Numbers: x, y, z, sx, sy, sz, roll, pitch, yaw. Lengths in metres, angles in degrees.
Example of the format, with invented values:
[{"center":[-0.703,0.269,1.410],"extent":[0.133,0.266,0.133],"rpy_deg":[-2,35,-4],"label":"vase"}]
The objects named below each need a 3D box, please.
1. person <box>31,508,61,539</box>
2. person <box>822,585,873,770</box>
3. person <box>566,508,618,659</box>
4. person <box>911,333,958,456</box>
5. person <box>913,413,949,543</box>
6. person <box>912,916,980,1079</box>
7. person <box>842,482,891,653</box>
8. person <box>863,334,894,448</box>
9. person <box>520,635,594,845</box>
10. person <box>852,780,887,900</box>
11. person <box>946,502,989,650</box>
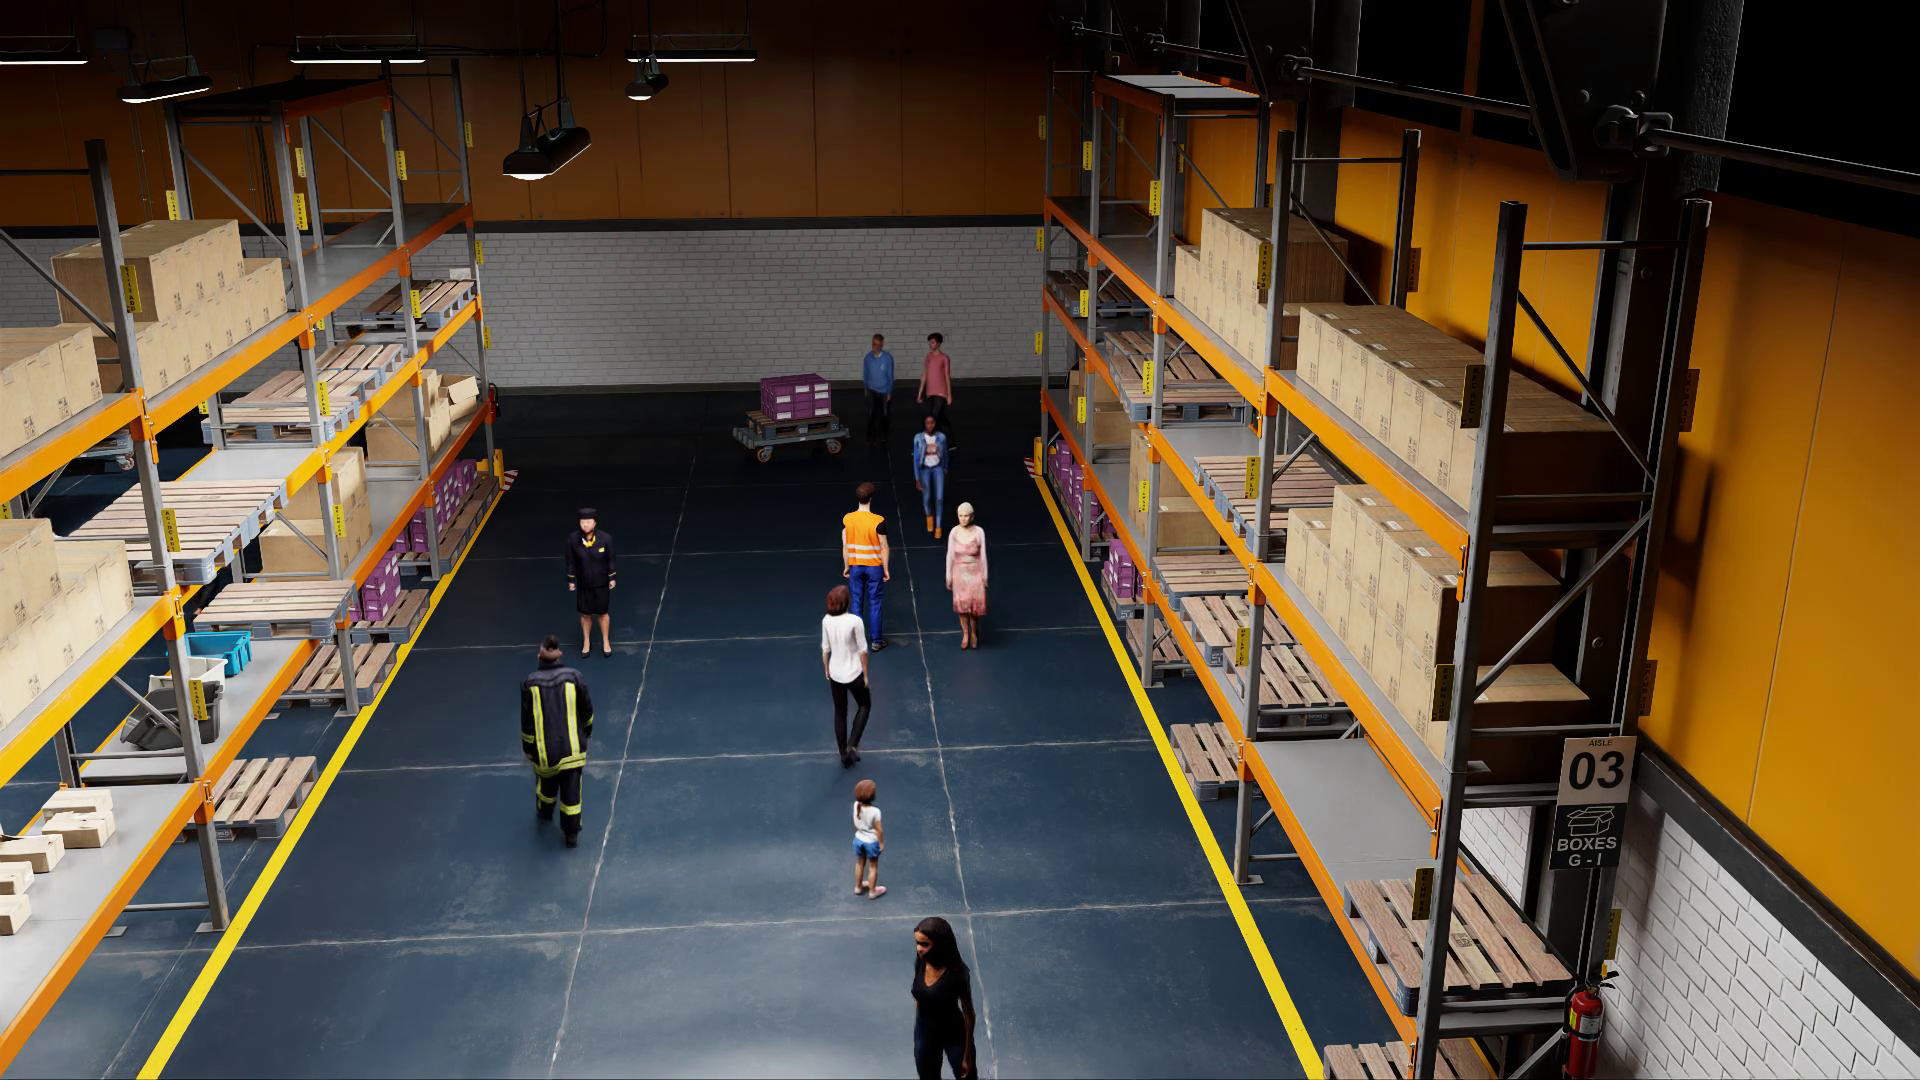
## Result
[{"center":[-9.601,0.502,17.721],"extent":[0.846,1.740,1.222],"rpy_deg":[4,19,11],"label":"person"},{"center":[-1.077,1.301,15.282],"extent":[0.719,1.783,0.710],"rpy_deg":[6,20,18],"label":"person"},{"center":[-3.965,0.454,17.972],"extent":[0.672,1.671,0.596],"rpy_deg":[-2,19,-5],"label":"person"},{"center":[-0.278,-2.205,25.505],"extent":[1.232,1.902,1.232],"rpy_deg":[-18,25,-42],"label":"person"},{"center":[-0.394,-0.849,21.850],"extent":[0.628,1.665,1.157],"rpy_deg":[-1,19,-4],"label":"person"},{"center":[-0.050,3.055,10.172],"extent":[0.832,1.719,0.891],"rpy_deg":[7,20,19],"label":"person"},{"center":[-1.026,0.294,18.106],"extent":[0.760,1.887,0.732],"rpy_deg":[4,19,12],"label":"person"},{"center":[-1.255,-2.373,26.221],"extent":[0.810,1.764,1.111],"rpy_deg":[3,19,9],"label":"person"},{"center":[-3.385,1.701,13.998],"extent":[0.881,1.843,1.054],"rpy_deg":[-5,19,-15],"label":"person"},{"center":[-0.744,2.378,13.278],"extent":[0.486,1.019,0.540],"rpy_deg":[13,23,34],"label":"person"},{"center":[0.096,0.374,18.197],"extent":[0.681,1.678,0.716],"rpy_deg":[2,19,6],"label":"person"}]
